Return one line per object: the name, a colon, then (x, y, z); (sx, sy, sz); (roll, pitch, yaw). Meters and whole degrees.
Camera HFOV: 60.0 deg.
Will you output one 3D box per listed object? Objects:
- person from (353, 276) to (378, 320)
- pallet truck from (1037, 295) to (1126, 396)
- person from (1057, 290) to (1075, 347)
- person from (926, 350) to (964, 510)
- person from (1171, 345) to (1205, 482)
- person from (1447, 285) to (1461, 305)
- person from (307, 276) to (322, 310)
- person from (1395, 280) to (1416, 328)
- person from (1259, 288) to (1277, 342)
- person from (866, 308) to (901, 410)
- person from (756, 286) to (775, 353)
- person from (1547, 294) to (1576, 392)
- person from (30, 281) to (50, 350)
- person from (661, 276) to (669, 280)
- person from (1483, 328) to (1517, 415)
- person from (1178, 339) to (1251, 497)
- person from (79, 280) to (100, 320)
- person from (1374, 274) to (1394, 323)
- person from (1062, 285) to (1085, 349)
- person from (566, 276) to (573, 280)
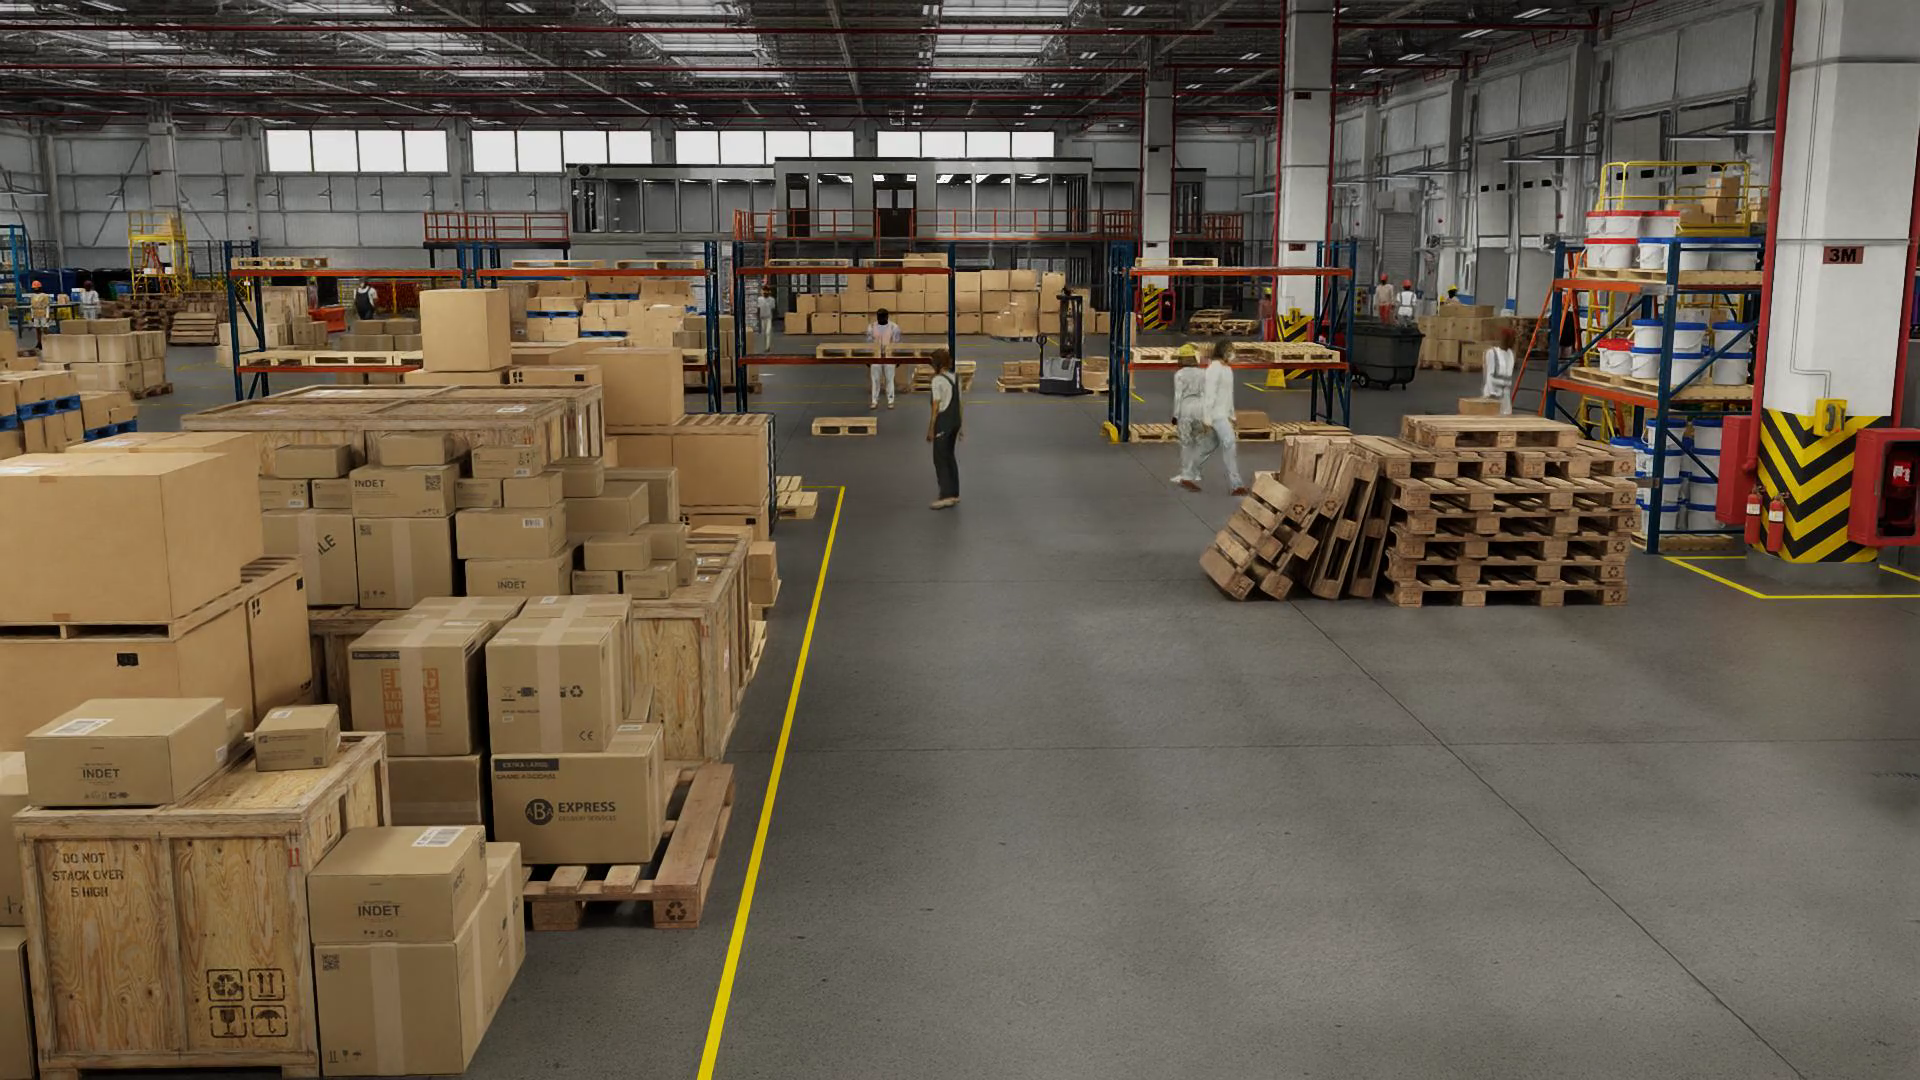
person: (-17.932, -6.940, 49.980); (0.704, 2.000, 1.020); (2, 10, 11)
pallet truck: (2.483, -3.881, 33.060); (1.885, 1.965, 0.823); (-7, 13, -36)
person: (3.064, -6.357, 47.777); (0.686, 1.665, 0.355); (6, 12, 31)
person: (-0.159, -1.263, 19.074); (0.529, 1.799, 0.750); (6, 12, 30)
person: (2.878, -1.601, 21.082); (0.485, 1.739, 0.313); (-7, 12, -34)
person: (13.087, -5.766, 43.862); (0.476, 1.902, 0.775); (1, 10, 7)
person: (-23.874, -8.868, 61.502); (0.539, 1.750, 0.578); (-4, 11, -22)
person: (13.016, -6.634, 48.630); (0.551, 1.911, 0.725); (2, 10, 12)
person: (8.731, -6.253, 47.016); (0.548, 1.716, 0.911); (-1, 10, -5)
person: (-1.397, -3.278, 30.142); (0.636, 1.840, 0.429); (1, 10, 4)
person: (-5.316, -6.061, 45.645); (0.524, 1.848, 0.747); (1, 10, 6)
person: (12.157, -3.960, 33.567); (0.618, 1.982, 0.405); (-2, 10, -13)
person: (-25.829, -6.296, 46.681); (0.542, 1.938, 0.357); (1, 10, 6)
person: (-9.517, -7.601, 54.050); (0.634, 1.908, 0.866); (-6, 12, -30)
person: (7.616, -2.098, 23.628); (0.599, 1.823, 1.023); (-4, 11, -22)
person: (3.069, -1.469, 19.925); (0.999, 1.897, 0.639); (4, 11, 22)
person: (-26.232, -6.875, 50.098); (0.580, 1.874, 0.419); (1, 10, 3)
person: (13.939, -7.770, 54.827); (0.651, 1.955, 0.865); (7, 12, 34)
person: (3.162, -6.310, 47.114); (0.690, 1.815, 0.644); (-7, 12, -34)
person: (-13.894, -8.538, 59.245); (0.634, 1.902, 0.492); (-9, 13, -40)
